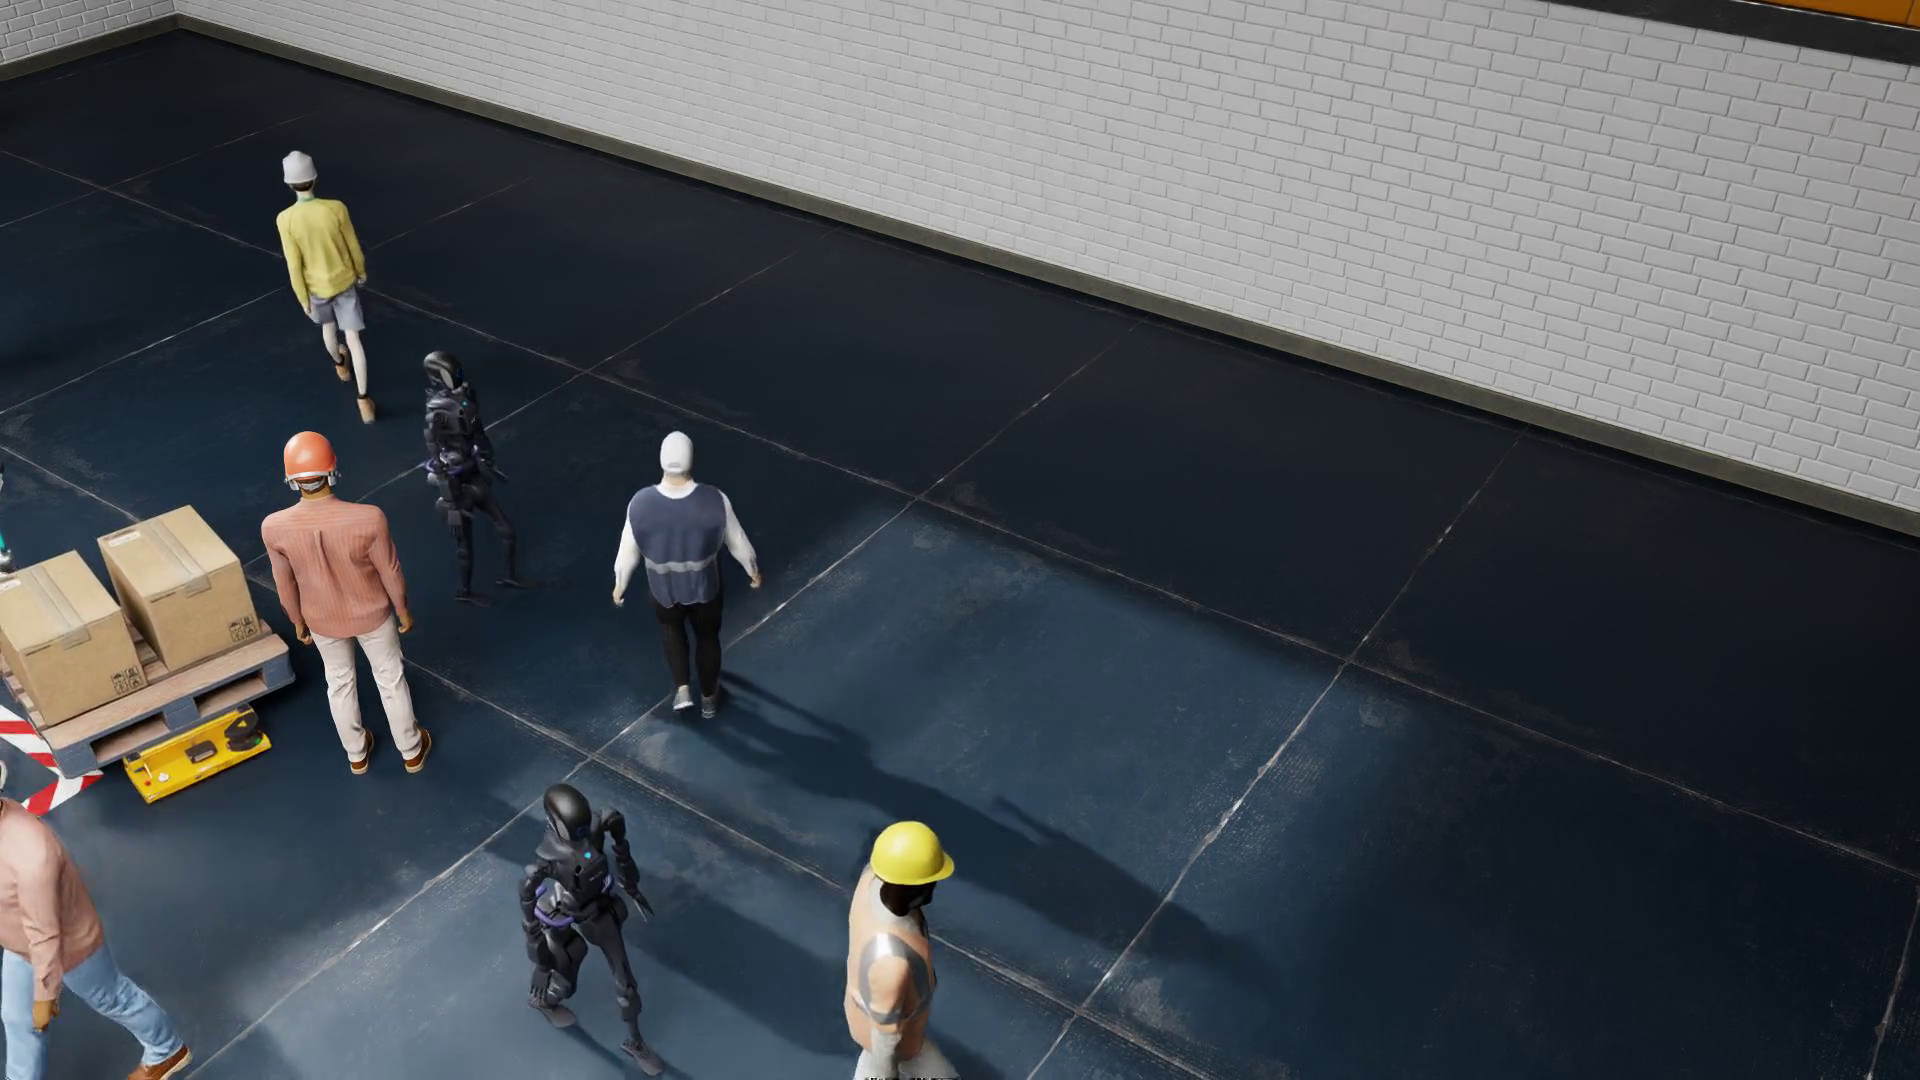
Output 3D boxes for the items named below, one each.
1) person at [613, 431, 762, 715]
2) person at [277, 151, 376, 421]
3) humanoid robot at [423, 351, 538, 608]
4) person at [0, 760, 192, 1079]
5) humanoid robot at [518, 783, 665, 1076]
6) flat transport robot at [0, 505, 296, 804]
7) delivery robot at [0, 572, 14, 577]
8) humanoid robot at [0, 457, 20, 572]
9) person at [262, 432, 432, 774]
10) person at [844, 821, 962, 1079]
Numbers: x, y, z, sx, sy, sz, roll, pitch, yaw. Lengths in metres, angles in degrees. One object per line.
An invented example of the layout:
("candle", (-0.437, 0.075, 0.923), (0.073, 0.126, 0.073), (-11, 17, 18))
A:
("person", (-1.426, 0.207, 8.678), (0.783, 1.741, 0.464), (-4, 35, -5))
("person", (-4.339, -1.797, 11.462), (0.491, 1.838, 0.988), (-12, 37, -17))
("humanoid robot", (-2.809, -0.327, 9.502), (0.430, 1.647, 0.602), (8, 36, 11))
("person", (-3.667, 1.637, 6.459), (0.614, 1.956, 0.953), (22, 41, 29))
("humanoid robot", (-1.596, 1.534, 6.888), (0.720, 1.621, 0.608), (25, 42, 31))
("flat transport robot", (-4.359, 0.859, 9.035), (0.659, 0.231, 1.431), (-27, 43, -33))
("delivery robot", (-5.478, 0.408, 9.438), (0.807, 0.603, 0.499), (0, 35, 0))
("humanoid robot", (-5.653, -0.249, 9.413), (0.555, 1.877, 0.676), (-18, 39, -24))
("person", (-3.037, 0.347, 8.276), (0.610, 1.986, 0.401), (-3, 35, -5))
("person", (-0.145, 1.777, 6.301), (0.759, 1.899, 0.585), (-7, 36, -10))
